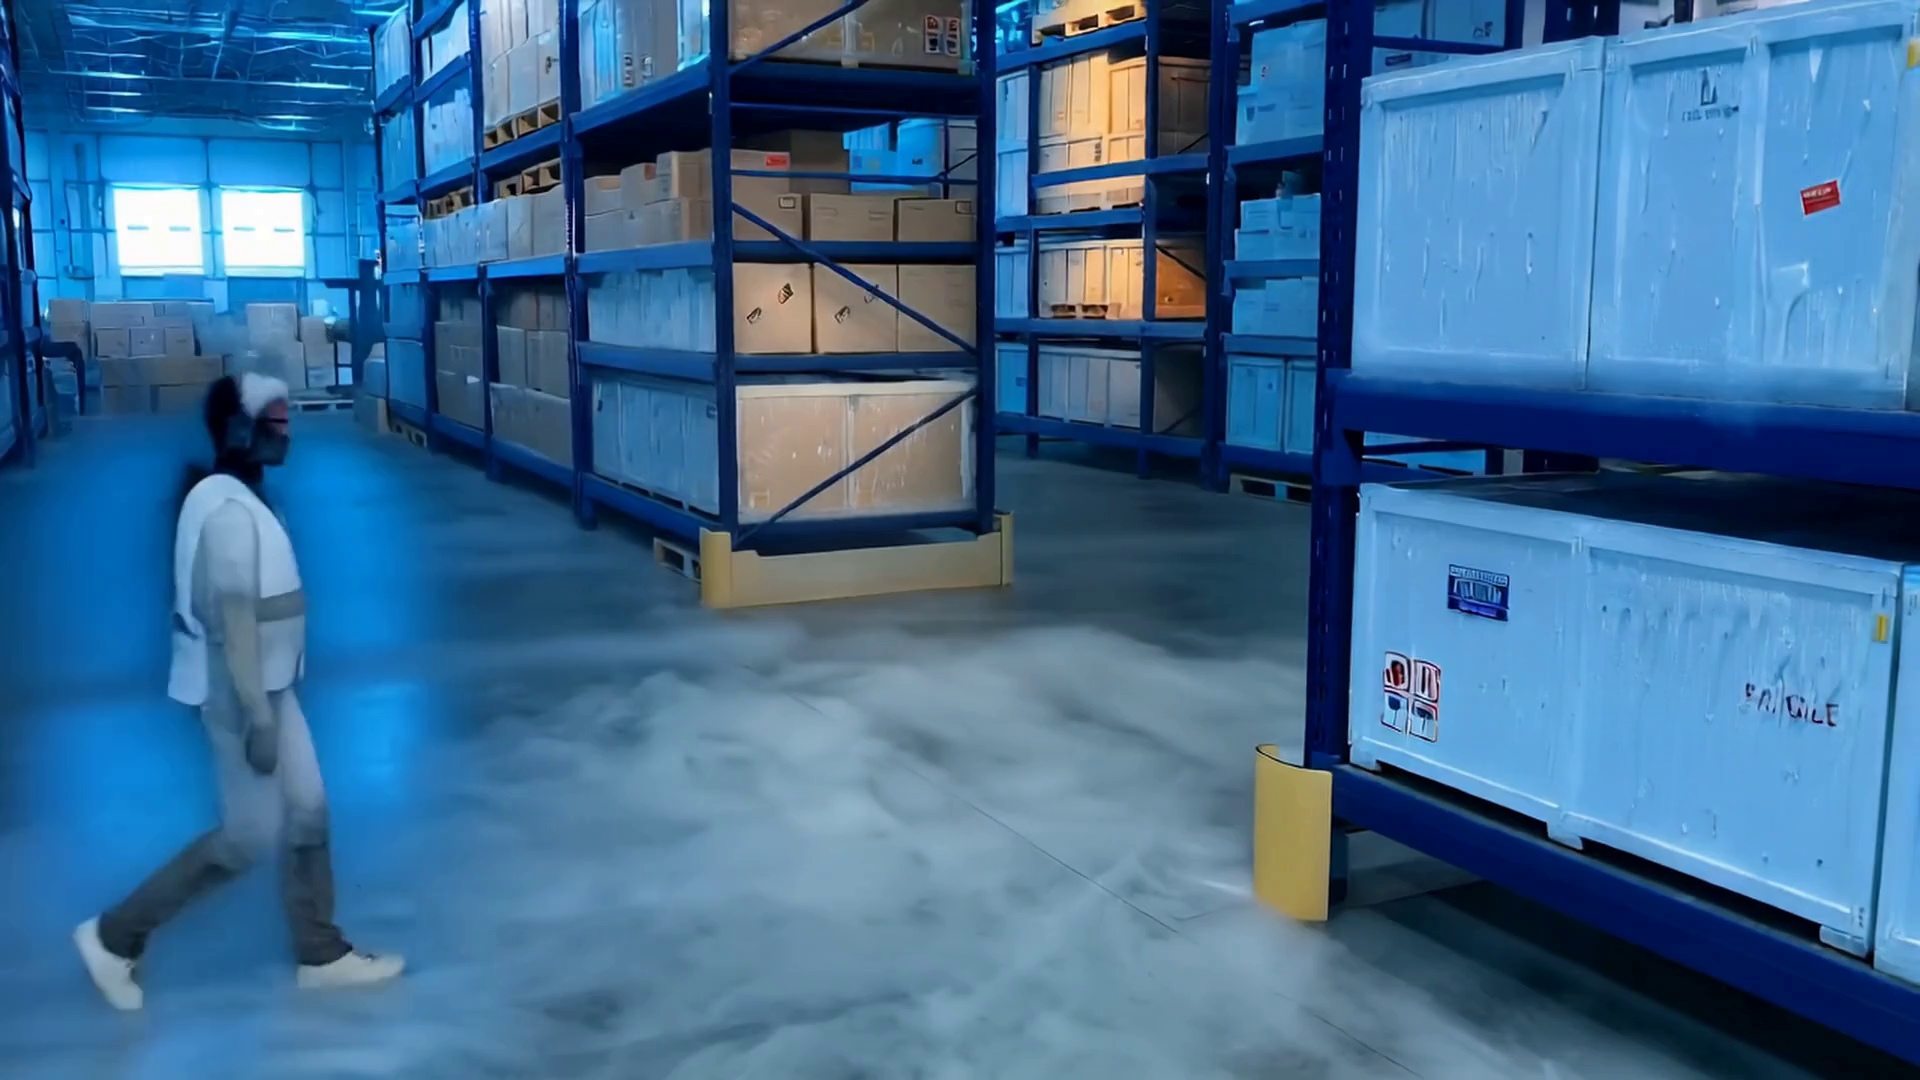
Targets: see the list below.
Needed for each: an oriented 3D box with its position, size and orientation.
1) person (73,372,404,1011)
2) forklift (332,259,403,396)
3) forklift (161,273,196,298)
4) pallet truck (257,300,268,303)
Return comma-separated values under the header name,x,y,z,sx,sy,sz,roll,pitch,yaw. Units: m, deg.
name,x,y,z,sx,sy,sz,roll,pitch,yaw
person,-2.068,0.437,4.713,0.783,1.824,0.581,-3,9,-18
forklift,-11.779,-4.338,34.003,1.873,2.768,1.129,3,9,23
forklift,-24.375,-6.952,52.030,1.873,2.768,1.129,6,10,35
pallet truck,-23.913,-7.404,58.171,1.885,1.965,0.823,-1,8,-9
